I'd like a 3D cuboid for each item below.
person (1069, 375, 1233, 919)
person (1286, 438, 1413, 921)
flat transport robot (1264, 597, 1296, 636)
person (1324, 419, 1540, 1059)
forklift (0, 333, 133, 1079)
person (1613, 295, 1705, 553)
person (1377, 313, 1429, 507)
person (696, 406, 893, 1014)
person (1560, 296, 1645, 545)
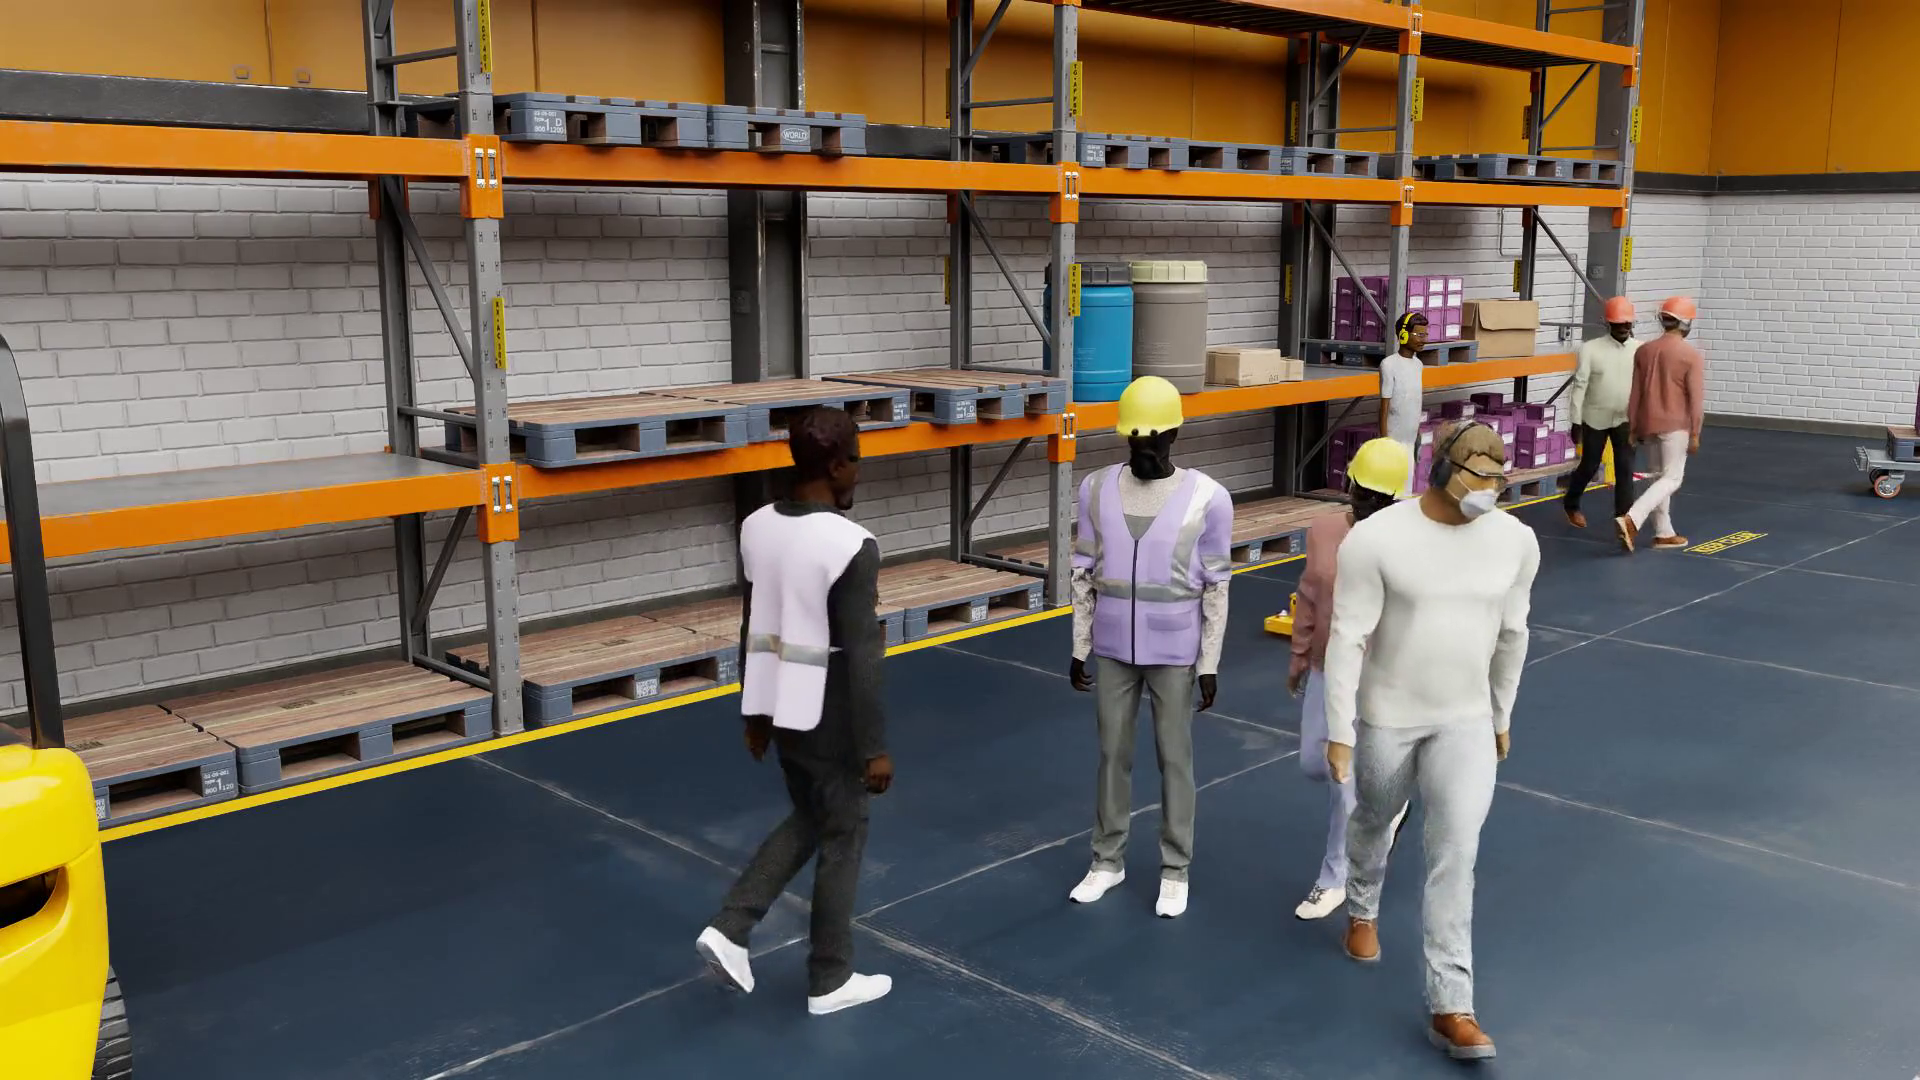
[{"bbox_3d":[0.660,0.376,5.907,0.587,1.926,0.368,5,11,24],"label":"person"},{"bbox_3d":[1.460,0.471,5.912,0.614,1.727,0.547,-7,13,-35],"label":"person"},{"bbox_3d":[2.560,0.406,10.259,0.652,0.197,1.431,10,15,44],"label":"flat transport robot"},{"bbox_3d":[1.442,0.549,5.145,0.652,1.871,1.070,0,10,2],"label":"person"},{"bbox_3d":[-3.289,0.485,4.582,1.214,2.155,2.313,-10,14,-44],"label":"forklift"},{"bbox_3d":[5.290,-0.863,12.580,0.843,1.967,0.630,-5,12,-26],"label":"person"},{"bbox_3d":[3.172,-0.695,11.947,0.508,1.858,0.334,-10,14,-43],"label":"person"},{"bbox_3d":[-0.495,0.549,5.046,0.562,1.897,0.595,-8,13,-39],"label":"person"},{"bbox_3d":[5.164,-0.980,13.279,0.664,1.947,0.976,0,10,3],"label":"person"}]
